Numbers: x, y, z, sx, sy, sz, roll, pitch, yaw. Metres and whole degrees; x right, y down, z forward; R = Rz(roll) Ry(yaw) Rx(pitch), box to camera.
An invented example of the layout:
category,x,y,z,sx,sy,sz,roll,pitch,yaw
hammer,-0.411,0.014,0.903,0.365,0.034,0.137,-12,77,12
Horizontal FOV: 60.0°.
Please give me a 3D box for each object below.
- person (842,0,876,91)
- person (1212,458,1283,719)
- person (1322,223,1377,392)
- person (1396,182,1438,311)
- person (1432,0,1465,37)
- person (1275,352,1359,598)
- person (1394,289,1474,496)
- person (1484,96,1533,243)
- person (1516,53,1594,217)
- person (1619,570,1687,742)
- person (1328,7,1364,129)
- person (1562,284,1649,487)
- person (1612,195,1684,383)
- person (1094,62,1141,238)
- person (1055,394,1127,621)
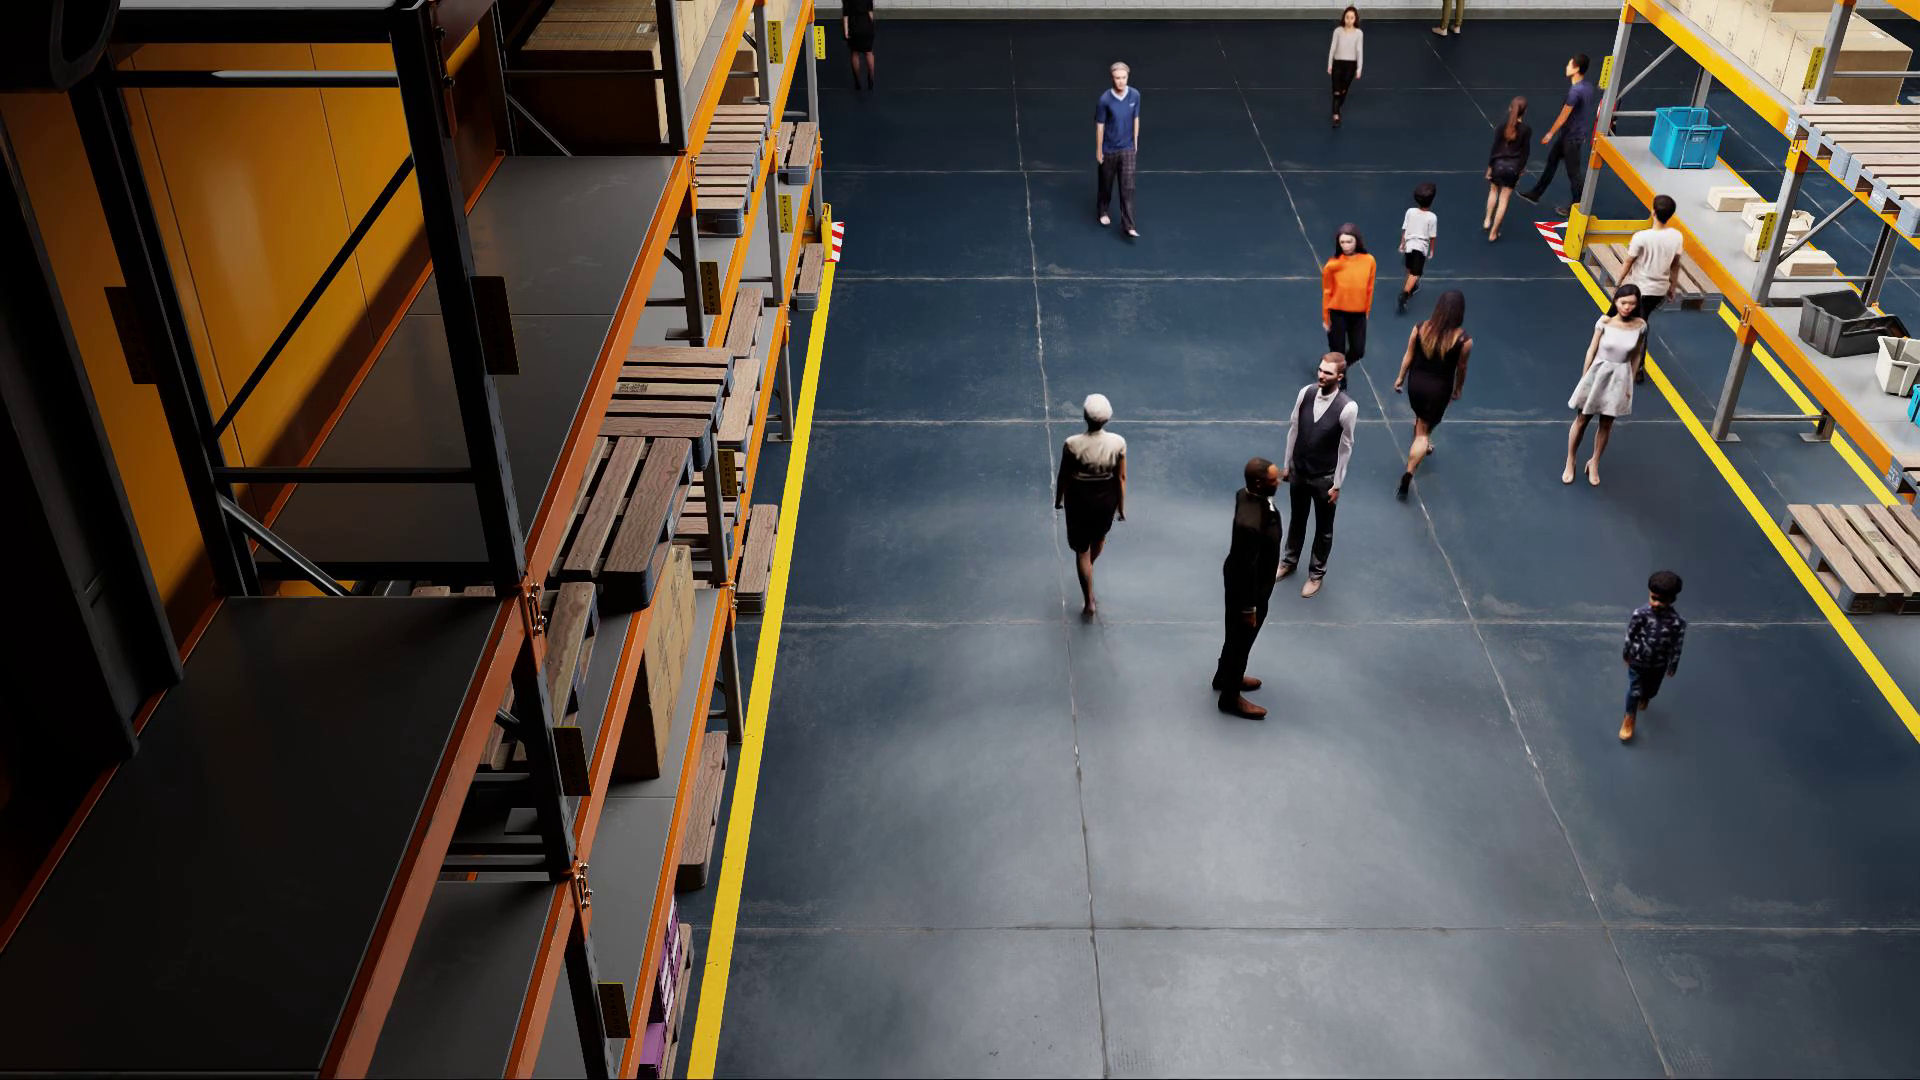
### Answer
category,x,y,z,sx,sy,sz,roll,pitch,yaw
person,-1.267,-6.572,21.498,0.784,1.687,0.990,-11,35,-16
person,1.894,0.290,10.976,0.770,1.905,0.588,4,34,6
person,3.343,-1.989,14.566,0.658,1.728,0.712,-5,34,-7
person,4.472,-2.880,16.344,0.797,1.243,0.916,23,40,30
person,7.107,-8.157,23.771,0.745,1.810,0.697,-12,35,-17
person,2.606,-0.507,12.146,0.741,1.938,0.790,27,42,34
person,3.742,-1.131,13.347,1.064,1.649,1.217,19,38,27
person,5.784,-3.909,17.625,0.728,1.539,0.861,15,36,21
person,6.759,-4.367,18.120,0.982,1.754,1.041,14,36,20
person,4.542,0.726,10.923,0.657,1.238,0.790,13,36,19
person,4.788,-5.897,20.705,0.681,1.442,1.006,6,34,9
person,5.205,-1.243,13.402,0.702,1.774,0.699,7,34,10
person,6.218,-2.237,14.970,0.757,1.693,1.052,-5,34,-7
person,1.646,-4.215,17.819,0.820,1.833,1.139,-7,34,-10
person,0.945,-0.186,11.855,0.707,1.726,1.015,-3,34,-5
